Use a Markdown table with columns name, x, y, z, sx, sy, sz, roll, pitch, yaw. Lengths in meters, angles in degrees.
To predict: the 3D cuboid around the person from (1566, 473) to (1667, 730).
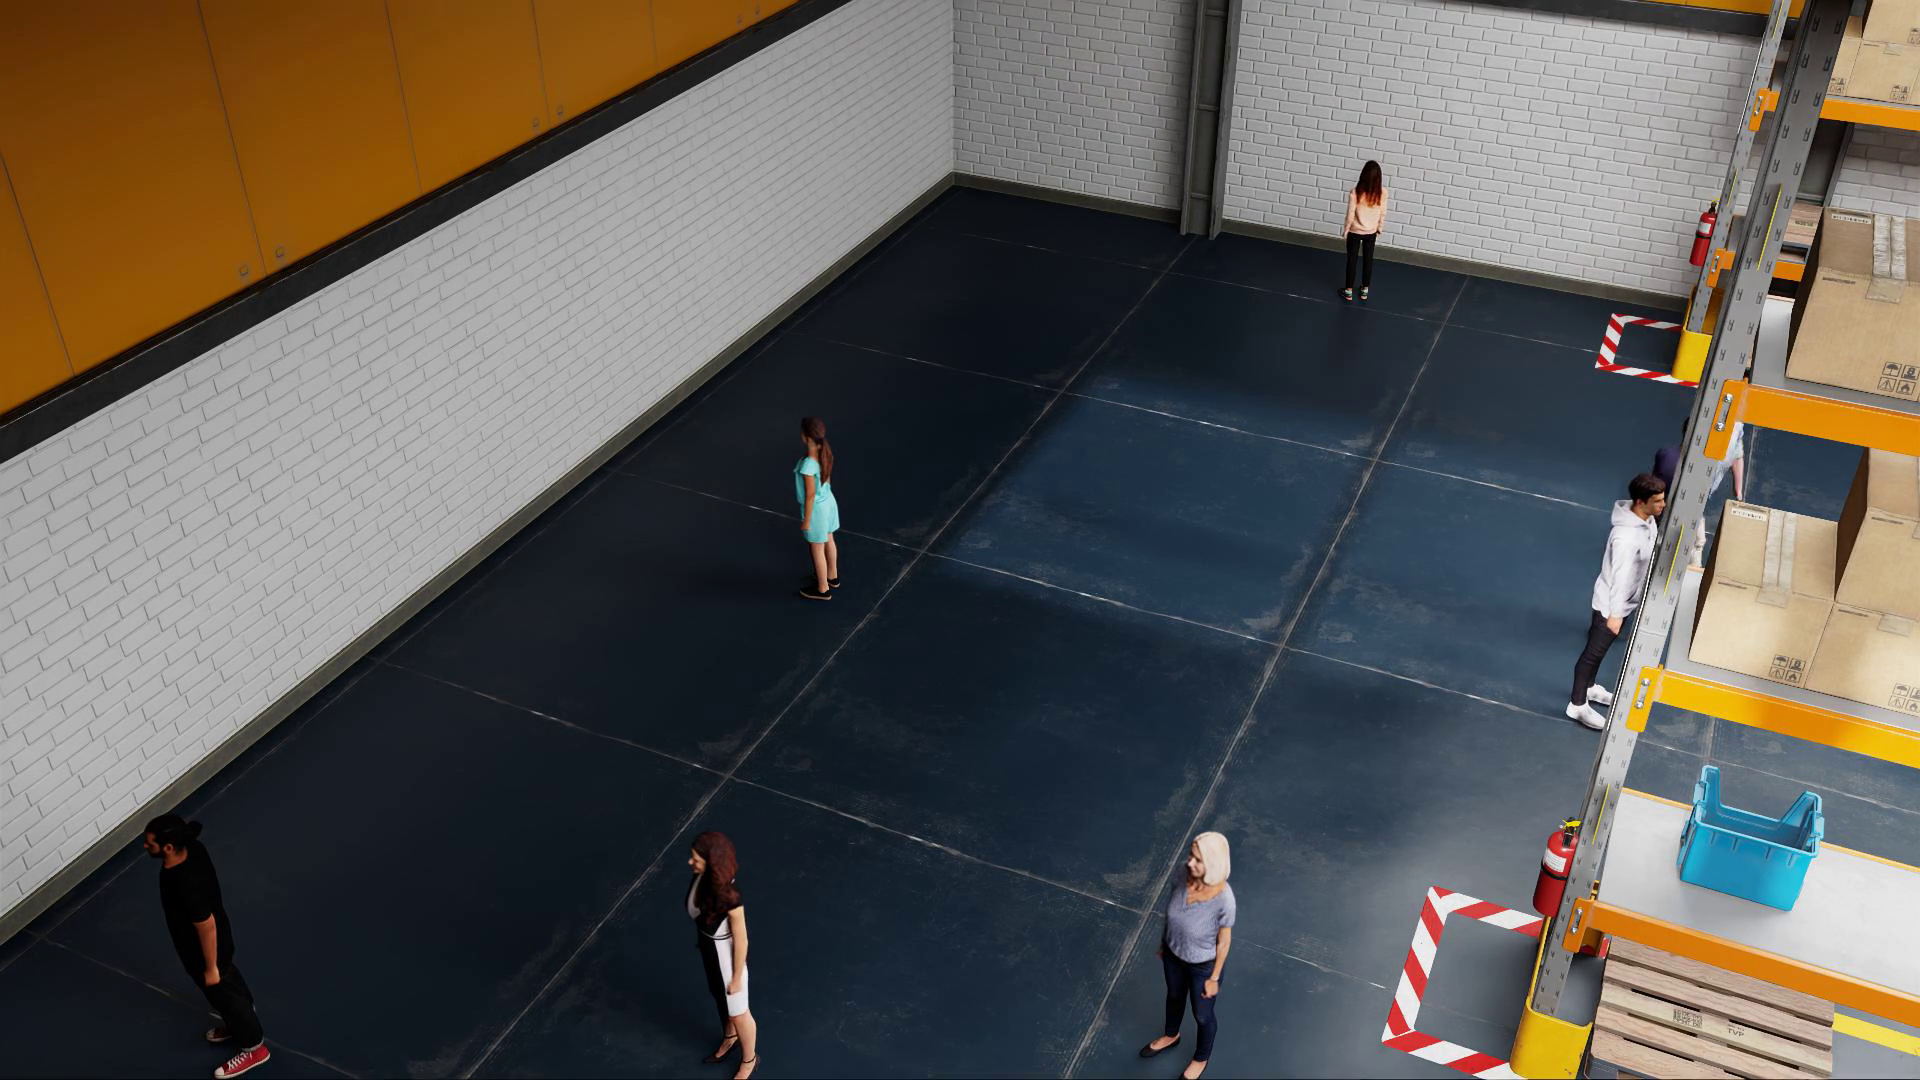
| name | x | y | z | sx | sy | sz | roll | pitch | yaw |
| --- | --- | --- | --- | --- | --- | --- | --- | --- | --- |
| person | 4.470 | 0.384 | 11.341 | 0.639 | 1.930 | 0.710 | 20 | 39 | 27 |

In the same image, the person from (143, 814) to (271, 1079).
| name | x | y | z | sx | sy | sz | roll | pitch | yaw |
| --- | --- | --- | --- | --- | --- | --- | --- | --- | --- |
| person | -4.021 | 2.132 | 8.866 | 0.787 | 1.758 | 0.698 | -17 | 37 | -24 |

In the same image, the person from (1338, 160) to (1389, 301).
| name | x | y | z | sx | sy | sz | roll | pitch | yaw |
| --- | --- | --- | --- | --- | --- | --- | --- | --- | --- |
| person | 4.146 | -3.194 | 17.126 | 0.603 | 1.484 | 0.710 | -4 | 34 | -5 |

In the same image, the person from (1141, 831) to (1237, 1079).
| name | x | y | z | sx | sy | sz | roll | pitch | yaw |
| --- | --- | --- | --- | --- | --- | --- | --- | --- | --- |
| person | 1.244 | 2.192 | 8.808 | 0.711 | 1.722 | 0.590 | -24 | 40 | -31 |

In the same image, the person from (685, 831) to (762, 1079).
| name | x | y | z | sx | sy | sz | roll | pitch | yaw |
| --- | --- | --- | --- | --- | --- | --- | --- | --- | --- |
| person | -1.240 | 2.195 | 8.738 | 0.714 | 1.795 | 0.609 | -18 | 38 | -25 |

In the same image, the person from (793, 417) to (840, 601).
| name | x | y | z | sx | sy | sz | roll | pitch | yaw |
| --- | --- | --- | --- | --- | --- | --- | --- | --- | --- |
| person | -1.084 | -0.252 | 12.633 | 0.523 | 1.558 | 0.542 | 14 | 36 | 20 |
